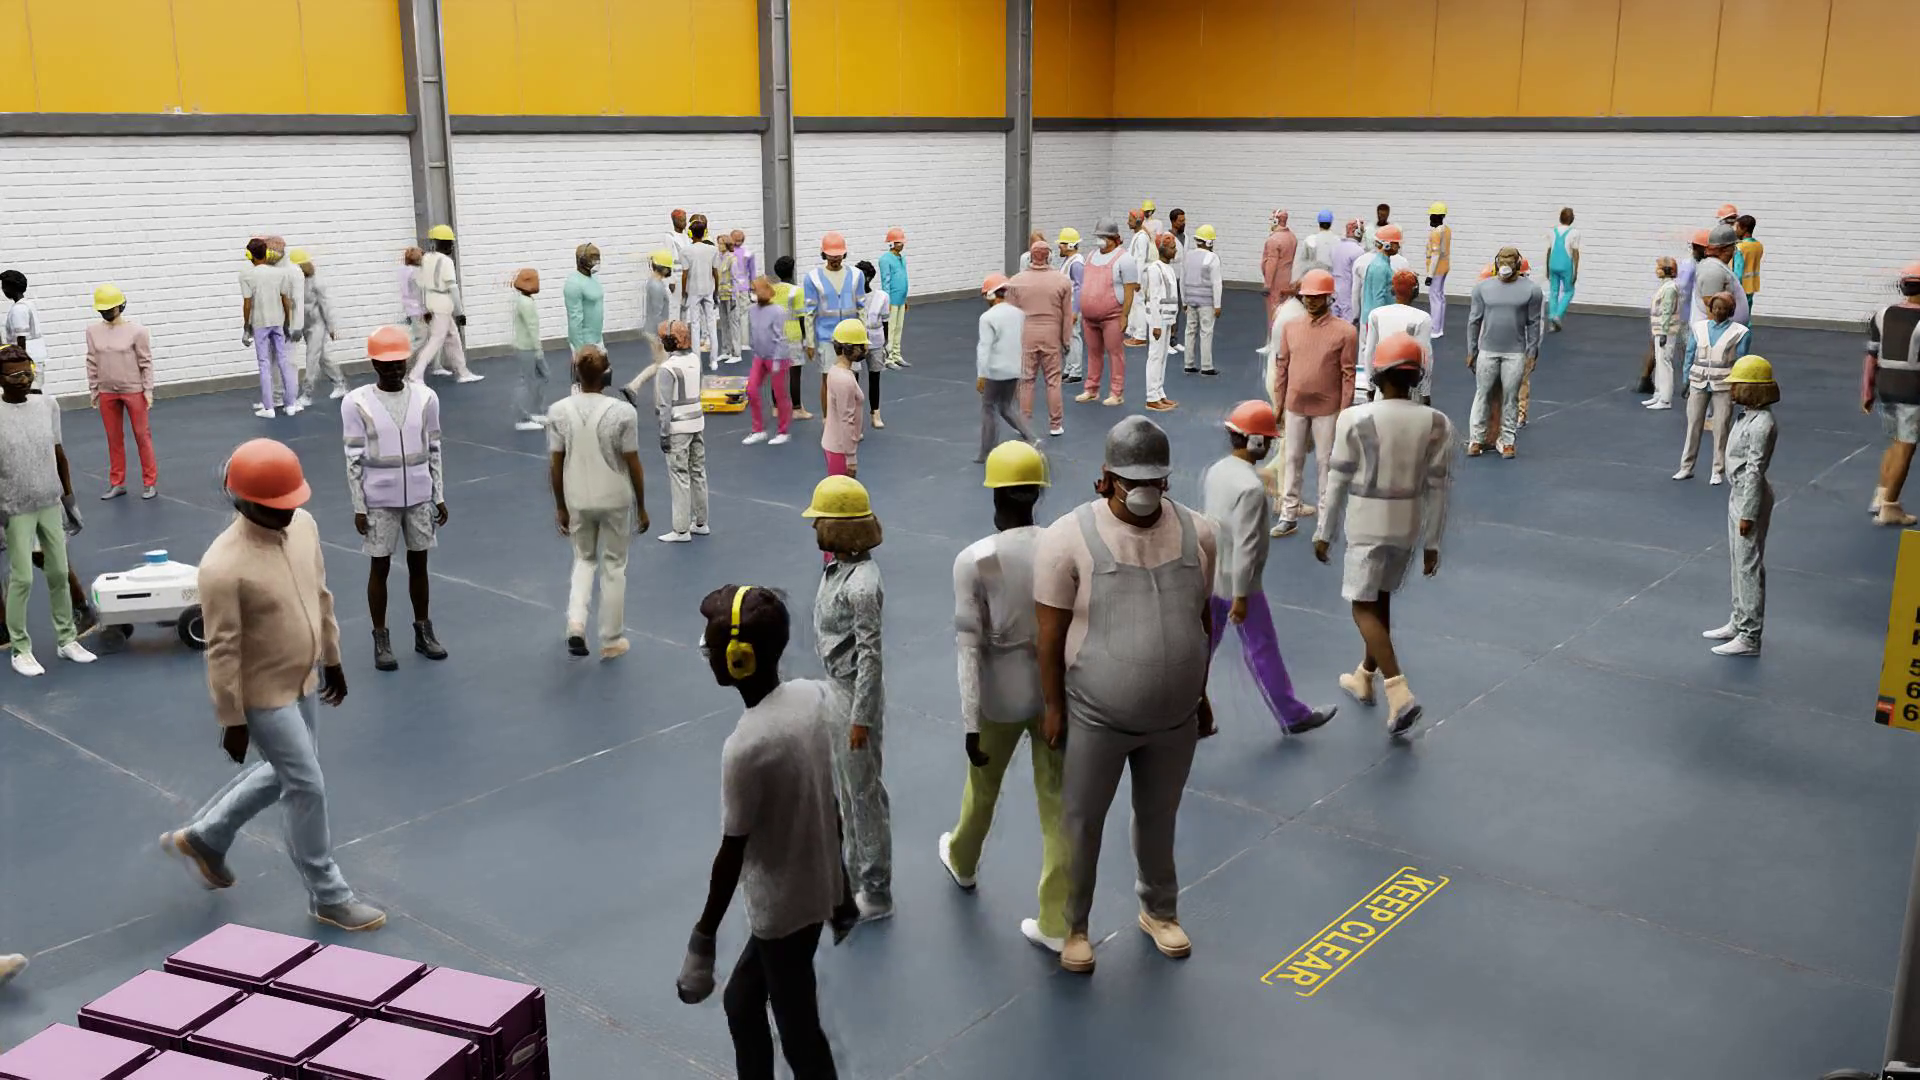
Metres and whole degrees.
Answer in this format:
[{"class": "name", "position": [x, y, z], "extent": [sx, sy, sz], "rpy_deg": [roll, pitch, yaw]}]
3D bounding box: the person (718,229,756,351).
[{"class": "person", "position": [-3.013, -3.366, 22.468], "extent": [0.535, 1.633, 0.317], "rpy_deg": [2, 14, 8]}]

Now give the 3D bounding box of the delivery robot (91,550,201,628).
[{"class": "delivery robot", "position": [-4.693, 0.304, 9.783], "extent": [0.707, 0.478, 0.477], "rpy_deg": [-4, 15, -15]}]

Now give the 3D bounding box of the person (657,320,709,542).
[{"class": "person", "position": [-2.036, -0.794, 12.181], "extent": [0.313, 1.634, 0.514], "rpy_deg": [6, 15, 22]}]

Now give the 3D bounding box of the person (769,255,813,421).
[{"class": "person", "position": [-1.782, -2.079, 17.173], "extent": [0.530, 1.699, 0.321], "rpy_deg": [9, 16, 31]}]

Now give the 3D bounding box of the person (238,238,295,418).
[{"class": "person", "position": [-7.241, -2.211, 17.368], "extent": [0.518, 1.865, 0.326], "rpy_deg": [-13, 19, -43]}]

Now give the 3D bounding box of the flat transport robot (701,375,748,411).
[{"class": "flat transport robot", "position": [-2.624, -1.620, 18.236], "extent": [0.652, 0.197, 1.431], "rpy_deg": [0, 14, 0]}]

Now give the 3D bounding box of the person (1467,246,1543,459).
[{"class": "person", "position": [4.961, -1.714, 15.229], "extent": [0.638, 1.938, 0.357], "rpy_deg": [6, 15, 22]}]

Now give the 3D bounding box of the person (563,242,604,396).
[{"class": "person", "position": [-3.527, -1.846, 15.766], "extent": [0.355, 1.933, 0.636], "rpy_deg": [2, 14, 7]}]

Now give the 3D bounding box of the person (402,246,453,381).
[{"class": "person", "position": [-6.513, -2.715, 19.924], "extent": [0.743, 1.600, 0.501], "rpy_deg": [-7, 16, -27]}]

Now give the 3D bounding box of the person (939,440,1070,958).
[{"class": "person", "position": [0.205, 0.556, 6.300], "extent": [0.584, 1.869, 0.973], "rpy_deg": [-5, 15, -20]}]

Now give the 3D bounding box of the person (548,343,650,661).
[{"class": "person", "position": [-2.022, -0.189, 9.344], "extent": [0.518, 1.832, 0.457], "rpy_deg": [2, 14, 9]}]

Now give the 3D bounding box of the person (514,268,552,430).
[{"class": "person", "position": [-4.229, -1.905, 16.629], "extent": [0.520, 1.614, 0.533], "rpy_deg": [-4, 15, -17]}]

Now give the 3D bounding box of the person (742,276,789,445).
[{"class": "person", "position": [-1.862, -1.689, 15.780], "extent": [0.515, 1.610, 0.566], "rpy_deg": [10, 17, 35]}]

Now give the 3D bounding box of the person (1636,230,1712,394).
[{"class": "person", "position": [8.174, -2.532, 18.635], "extent": [1.034, 1.868, 0.574], "rpy_deg": [5, 15, 20]}]

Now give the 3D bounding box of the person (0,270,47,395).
[{"class": "person", "position": [-8.792, -1.701, 15.691], "extent": [0.320, 1.685, 0.542], "rpy_deg": [-5, 15, -20]}]

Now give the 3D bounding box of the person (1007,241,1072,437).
[{"class": "person", "position": [0.773, -1.959, 16.276], "extent": [0.643, 1.908, 0.399], "rpy_deg": [0, 14, 1]}]

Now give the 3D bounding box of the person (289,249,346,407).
[{"class": "person", "position": [-7.096, -2.352, 18.262], "extent": [0.486, 1.695, 0.886], "rpy_deg": [7, 16, 26]}]

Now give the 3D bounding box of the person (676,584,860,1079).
[{"class": "person", "position": [-0.572, 1.013, 4.525], "extent": [0.775, 1.837, 0.553], "rpy_deg": [3, 14, 13]}]

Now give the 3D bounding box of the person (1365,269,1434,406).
[{"class": "person", "position": [3.543, -1.236, 13.429], "extent": [0.345, 1.883, 0.584], "rpy_deg": [-14, 19, -43]}]

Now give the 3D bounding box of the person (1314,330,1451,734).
[{"class": "person", "position": [2.174, -0.040, 8.401], "extent": [0.614, 2.016, 0.944], "rpy_deg": [-3, 14, -13]}]

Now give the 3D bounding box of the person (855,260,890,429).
[{"class": "person", "position": [-0.950, -1.947, 16.652], "extent": [0.537, 1.696, 0.321], "rpy_deg": [-4, 14, -14]}]

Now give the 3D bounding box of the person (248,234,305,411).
[{"class": "person", "position": [-7.329, -2.299, 17.704], "extent": [0.775, 1.883, 0.400], "rpy_deg": [3, 14, 13]}]

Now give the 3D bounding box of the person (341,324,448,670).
[{"class": "person", "position": [-3.149, -0.244, 9.354], "extent": [0.546, 1.939, 0.375], "rpy_deg": [-10, 17, -35]}]

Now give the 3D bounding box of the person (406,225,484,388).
[{"class": "person", "position": [-6.080, -2.714, 19.364], "extent": [0.953, 1.886, 0.611], "rpy_deg": [-11, 18, -38]}]

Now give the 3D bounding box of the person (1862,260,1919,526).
[{"class": "person", "position": [7.202, -1.101, 12.587], "extent": [0.460, 2.023, 0.659], "rpy_deg": [-5, 15, -19]}]

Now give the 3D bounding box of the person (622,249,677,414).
[{"class": "person", "position": [-3.245, -2.178, 17.480], "extent": [0.578, 1.733, 0.541], "rpy_deg": [-5, 15, -18]}]

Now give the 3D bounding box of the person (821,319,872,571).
[{"class": "person", "position": [-0.752, -0.602, 11.162], "extent": [0.350, 1.759, 0.522], "rpy_deg": [-3, 14, -11]}]

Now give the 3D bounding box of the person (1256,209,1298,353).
[{"class": "person", "position": [4.225, -3.454, 22.251], "extent": [0.408, 1.909, 0.642], "rpy_deg": [10, 17, 36]}]

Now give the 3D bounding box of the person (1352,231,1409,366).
[{"class": "person", "position": [4.675, -2.510, 18.480], "extent": [0.638, 1.907, 0.407], "rpy_deg": [7, 16, 27]}]

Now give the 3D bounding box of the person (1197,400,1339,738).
[{"class": "person", "position": [1.438, 0.162, 8.192], "extent": [0.877, 1.702, 0.582], "rpy_deg": [-3, 14, -13]}]

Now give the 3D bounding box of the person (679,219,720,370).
[{"class": "person", "position": [-3.228, -3.032, 20.658], "extent": [0.509, 1.862, 0.328], "rpy_deg": [-7, 16, -27]}]

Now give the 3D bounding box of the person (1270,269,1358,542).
[{"class": "person", "position": [2.582, -0.981, 12.186], "extent": [0.611, 1.995, 0.381], "rpy_deg": [9, 17, 32]}]

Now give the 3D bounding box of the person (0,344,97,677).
[{"class": "person", "position": [-5.161, -0.168, 9.237], "extent": [0.340, 1.857, 0.518], "rpy_deg": [8, 16, 28]}]

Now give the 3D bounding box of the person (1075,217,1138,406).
[{"class": "person", "position": [1.556, -2.484, 18.099], "extent": [0.677, 2.000, 0.536], "rpy_deg": [14, 19, 43]}]
